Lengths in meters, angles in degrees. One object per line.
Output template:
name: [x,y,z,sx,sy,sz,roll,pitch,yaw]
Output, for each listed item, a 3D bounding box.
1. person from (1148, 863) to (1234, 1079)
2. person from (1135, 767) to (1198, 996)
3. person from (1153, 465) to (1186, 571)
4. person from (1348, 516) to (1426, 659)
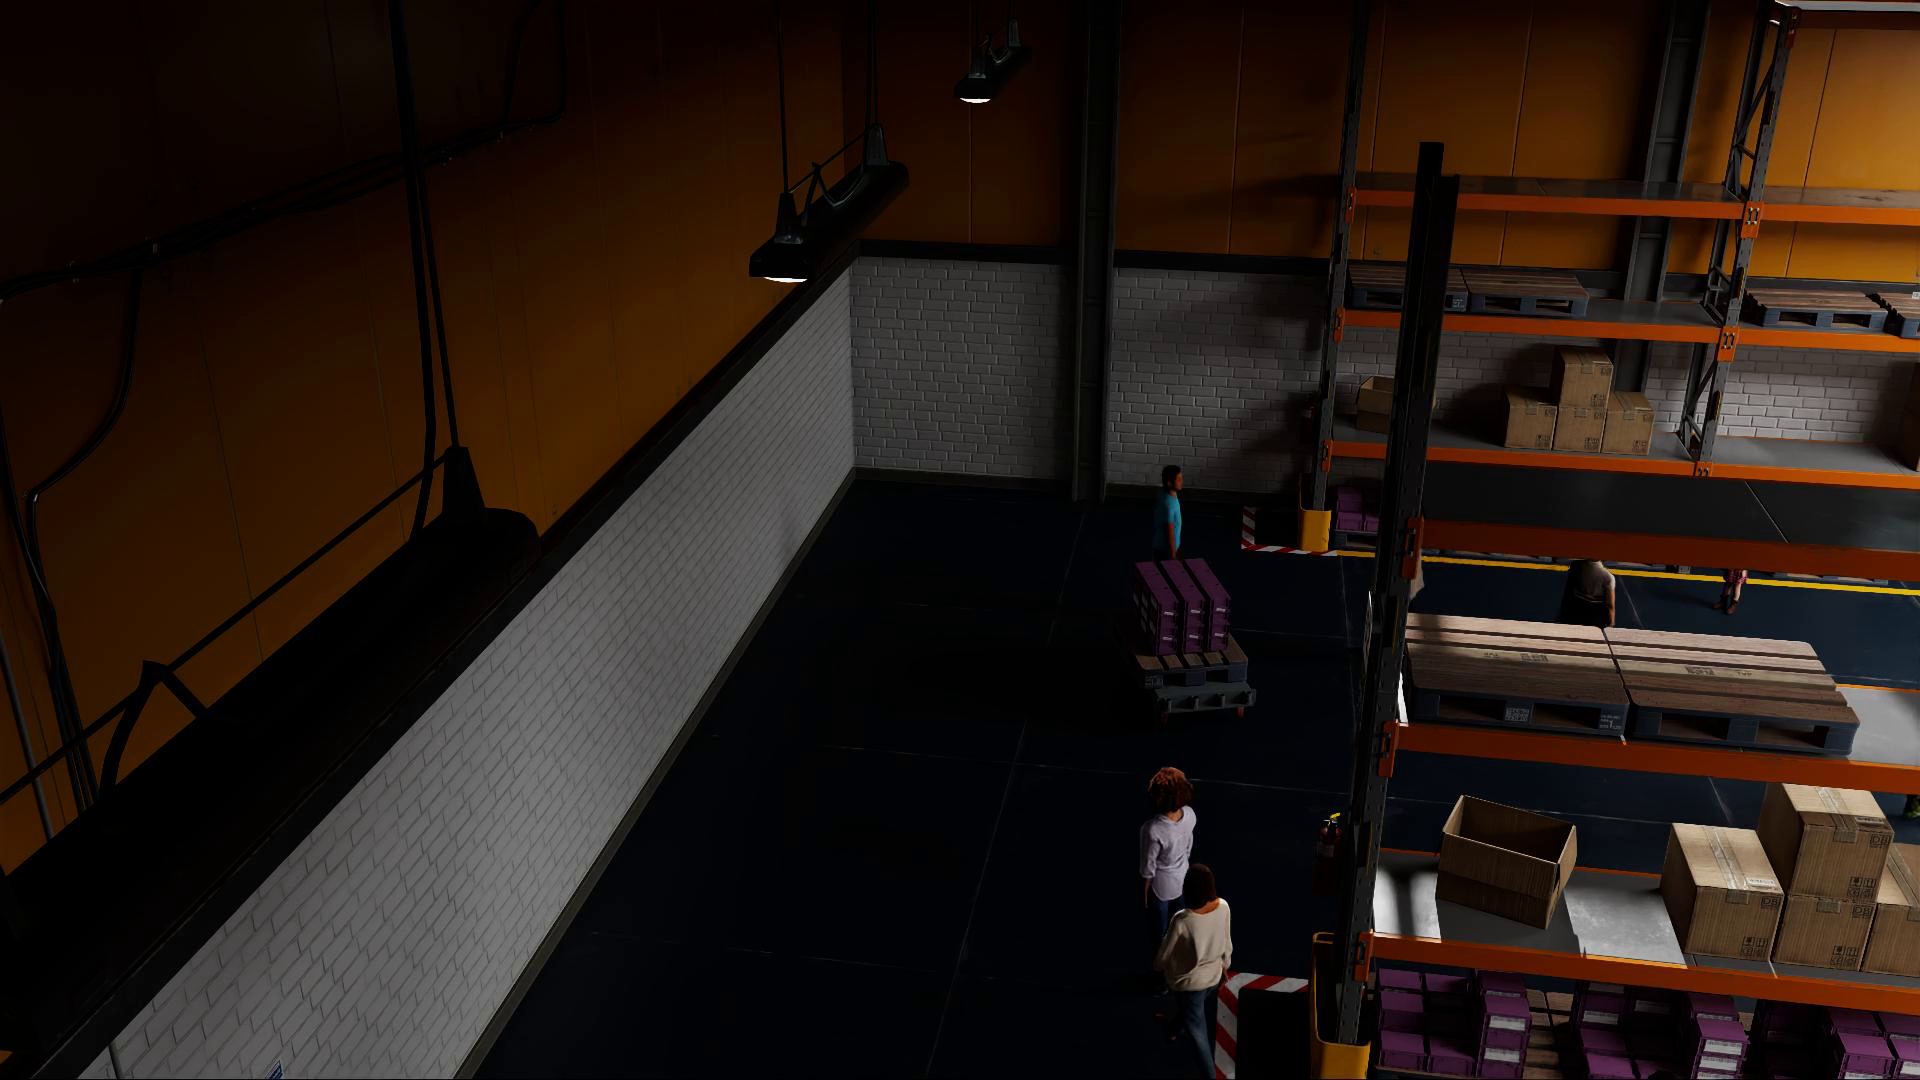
person: [1.556,2.847,10.622,1.019,1.658,1.049,-13,27,-27]
person: [1.466,2.380,11.635,0.727,1.703,0.785,-16,28,-33]
person: [2.019,0.063,16.853,0.616,1.768,0.640,5,24,10]
person: [4.346,0.375,16.018,1.240,1.866,0.944,10,26,22]
